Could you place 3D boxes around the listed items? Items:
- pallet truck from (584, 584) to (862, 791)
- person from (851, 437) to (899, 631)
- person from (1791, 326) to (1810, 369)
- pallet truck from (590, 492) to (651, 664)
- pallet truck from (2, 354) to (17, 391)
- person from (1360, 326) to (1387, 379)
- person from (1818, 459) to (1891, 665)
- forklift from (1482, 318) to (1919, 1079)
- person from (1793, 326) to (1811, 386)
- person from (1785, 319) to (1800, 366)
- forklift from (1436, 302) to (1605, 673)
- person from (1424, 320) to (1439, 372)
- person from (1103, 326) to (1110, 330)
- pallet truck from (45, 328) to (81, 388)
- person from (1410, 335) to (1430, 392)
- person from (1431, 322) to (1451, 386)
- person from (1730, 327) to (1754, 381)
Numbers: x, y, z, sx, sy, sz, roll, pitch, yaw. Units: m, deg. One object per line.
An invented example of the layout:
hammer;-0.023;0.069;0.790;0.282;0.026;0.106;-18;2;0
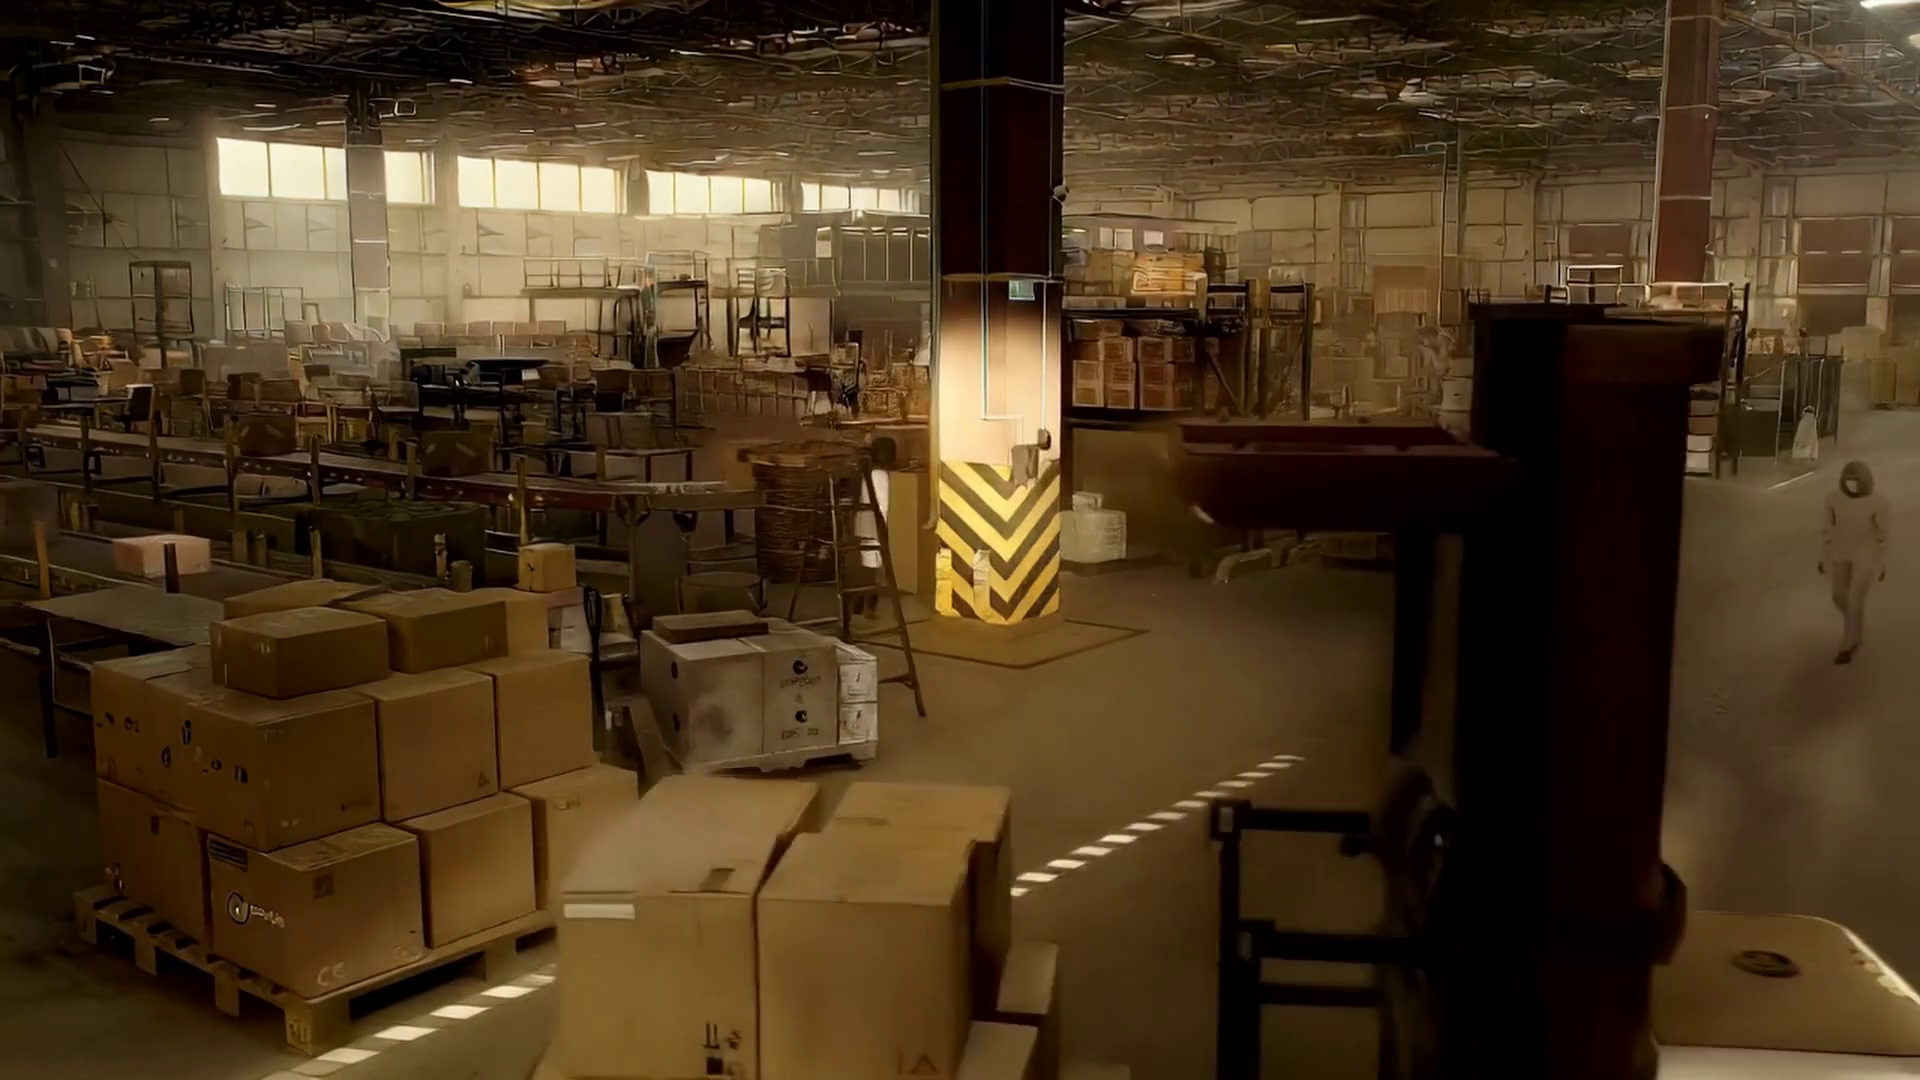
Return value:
pallet truck;-1.426;0.805;10.019;1.601;1.201;0.680;-4;9;-26
person;-0.719;-0.051;14.316;0.556;1.659;0.536;-4;9;-23
person;32.301;-7.412;63.915;0.521;1.671;0.761;-7;11;-40
pallet truck;-3.115;0.344;12.883;0.653;1.274;1.630;7;11;37
pallet truck;-24.881;-4.417;42.634;1.885;1.965;0.823;8;11;41
person;11.173;-4.773;44.895;0.702;2.000;0.957;2;9;11
person;7.091;0.152;13.157;0.703;1.611;0.509;-8;11;-41
forklift;1.600;0.813;4.421;1.873;2.768;1.129;1;8;7
person;26.105;-5.676;51.540;0.518;1.876;0.326;-1;8;-5
person;33.354;-7.911;66.590;0.610;1.873;1.006;0;8;1
forklift;4.379;-0.438;12.852;1.129;2.768;1.873;7;11;37
person;17.424;-7.156;61.397;0.750;1.900;0.622;-1;8;-4
person;4.601;-5.760;52.123;0.420;1.865;0.615;8;11;42
pallet truck;-23.775;-4.544;43.495;1.885;1.965;0.823;6;10;35
person;10.923;-3.947;39.774;0.580;1.908;0.745;4;9;27
person;14.695;-5.631;50.708;0.559;2.032;0.616;6;10;36
person;25.742;-6.132;54.851;0.853;1.808;0.617;3;9;19
